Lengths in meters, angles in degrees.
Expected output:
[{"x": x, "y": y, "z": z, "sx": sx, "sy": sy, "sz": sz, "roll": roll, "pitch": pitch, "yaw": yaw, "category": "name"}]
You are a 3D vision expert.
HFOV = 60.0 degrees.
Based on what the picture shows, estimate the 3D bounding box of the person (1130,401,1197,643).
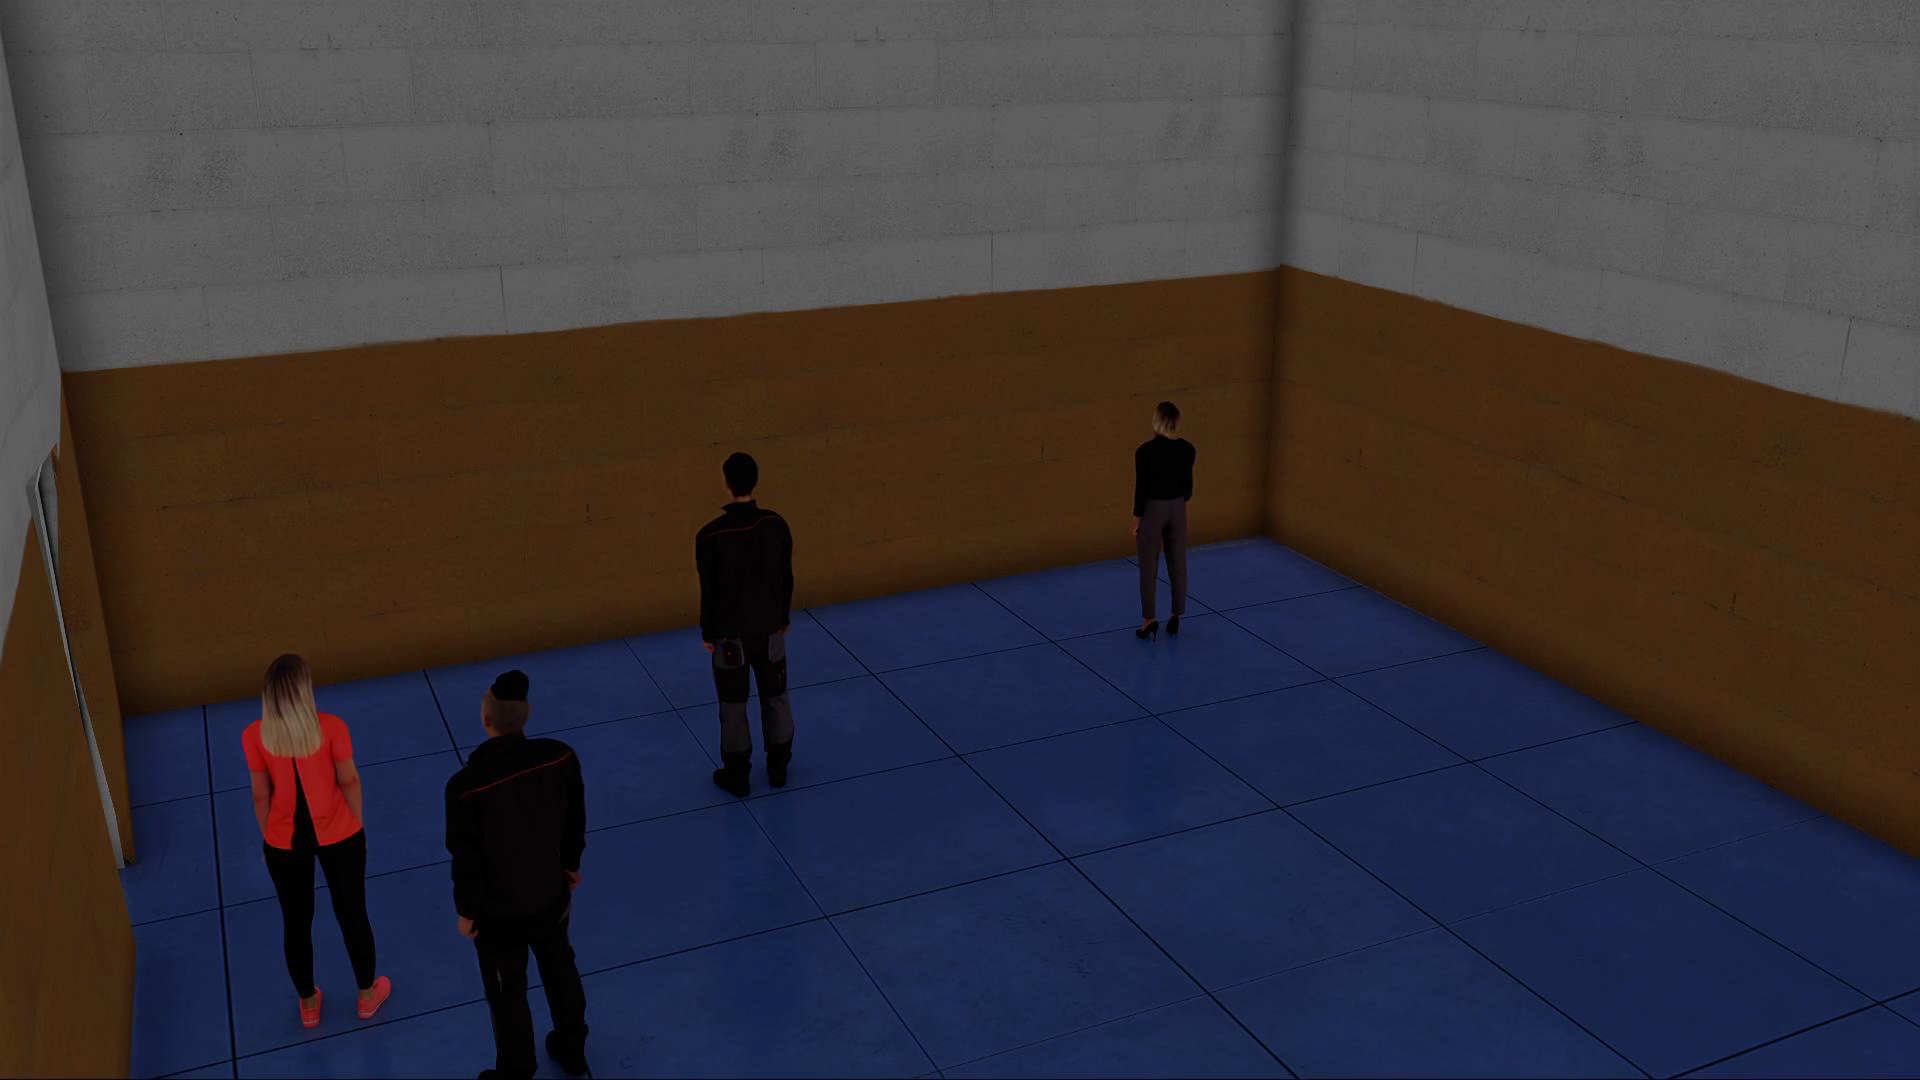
[{"x": 1.374, "y": -0.126, "z": 11.278, "sx": 0.480, "sy": 1.672, "sz": 0.667, "roll": -7, "pitch": 20, "yaw": -19, "category": "person"}]

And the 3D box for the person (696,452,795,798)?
[{"x": -1.164, "y": 0.458, "z": 9.118, "sx": 0.529, "sy": 1.946, "sz": 0.763, "roll": -10, "pitch": 21, "yaw": -27, "category": "person"}]

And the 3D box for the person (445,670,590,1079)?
[{"x": -1.734, "y": 1.352, "z": 6.561, "sx": 0.908, "sy": 1.861, "sz": 0.729, "roll": 16, "pitch": 24, "yaw": 39, "category": "person"}]

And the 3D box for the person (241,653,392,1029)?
[{"x": -2.758, "y": 1.279, "z": 7.080, "sx": 0.561, "sy": 1.693, "sz": 0.707, "roll": -3, "pitch": 19, "yaw": -9, "category": "person"}]
